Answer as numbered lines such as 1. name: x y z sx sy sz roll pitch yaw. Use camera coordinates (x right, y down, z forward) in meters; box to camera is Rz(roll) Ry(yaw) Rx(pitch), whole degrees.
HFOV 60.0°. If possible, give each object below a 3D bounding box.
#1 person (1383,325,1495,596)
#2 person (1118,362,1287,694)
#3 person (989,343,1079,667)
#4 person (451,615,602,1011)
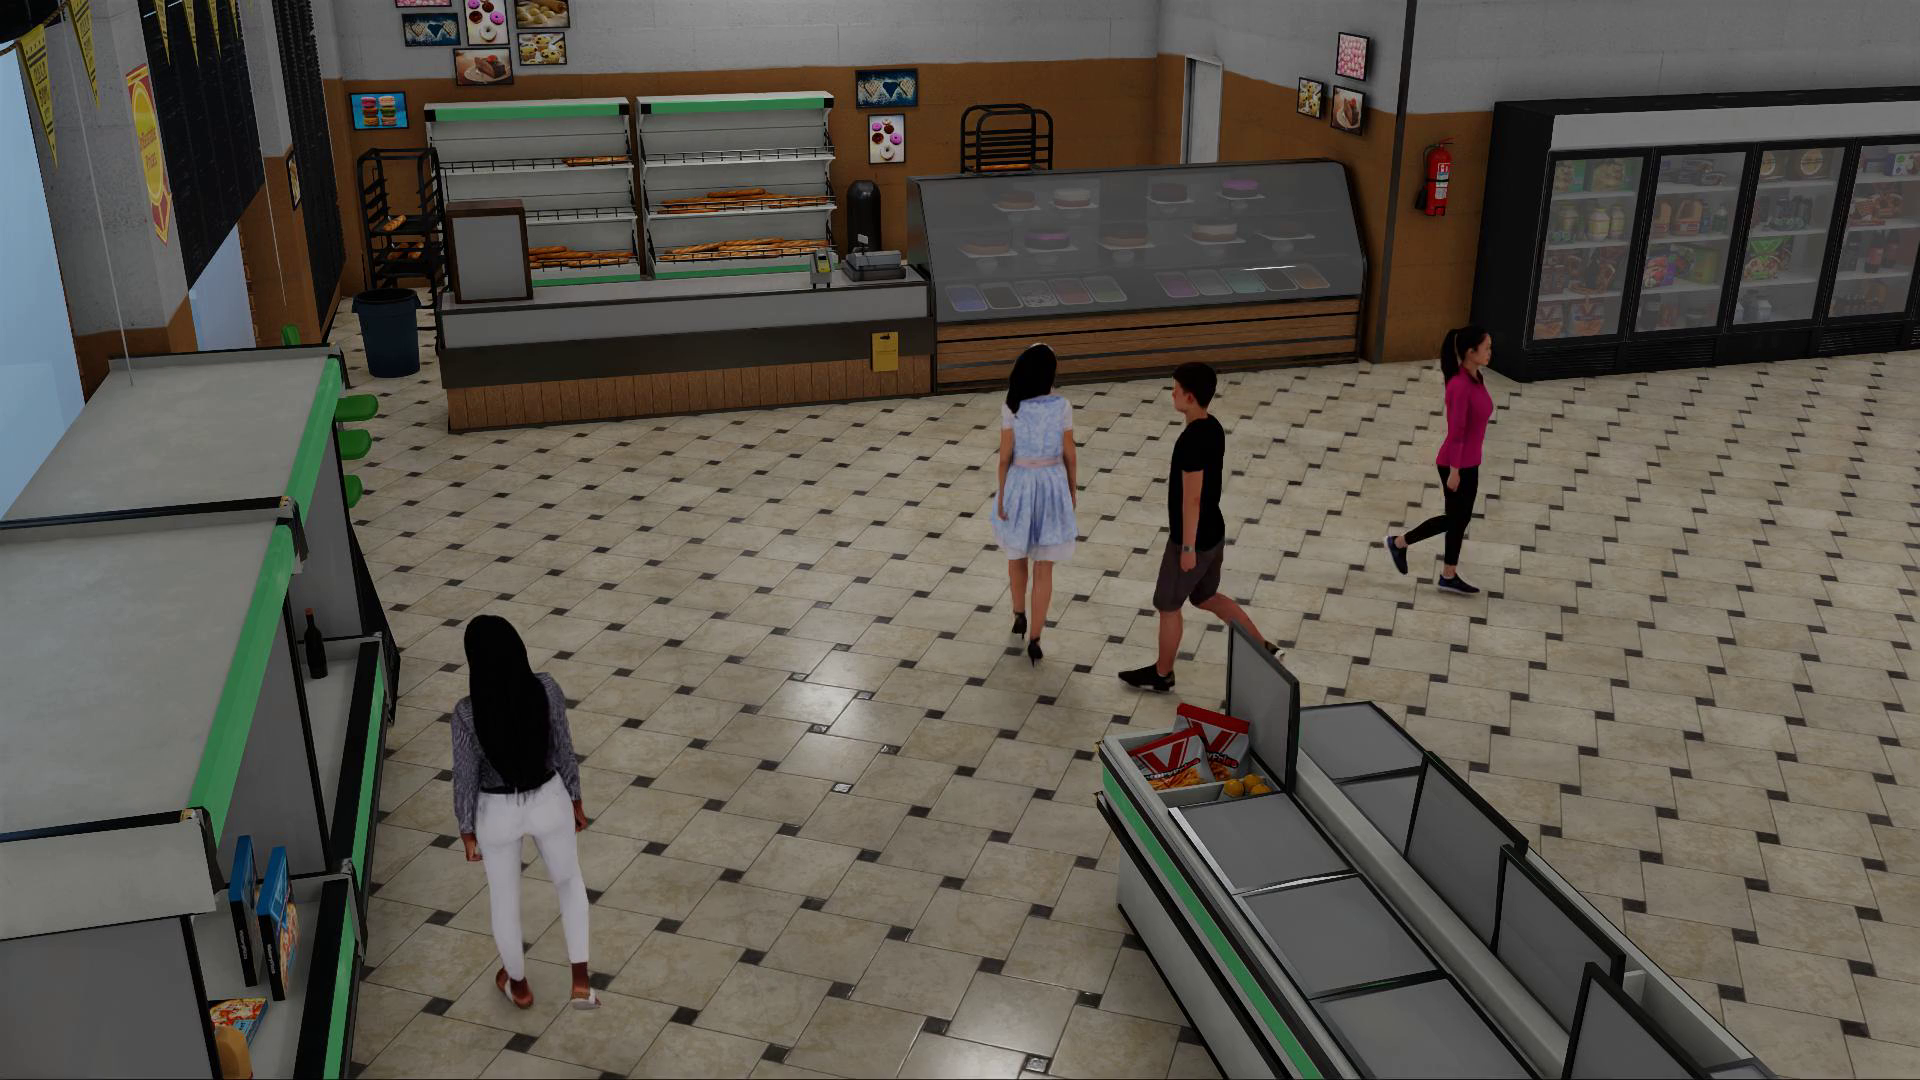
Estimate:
1. person: 2.931 -0.475 10.086 0.932 1.686 0.881 11 24 26
2. person: 1.324 -0.011 8.730 1.120 1.837 1.159 8 23 18
3. person: 0.414 -0.152 9.134 0.839 1.799 0.938 3 22 7
4. person: -1.607 1.072 6.201 0.765 1.714 0.943 -12 25 -27
